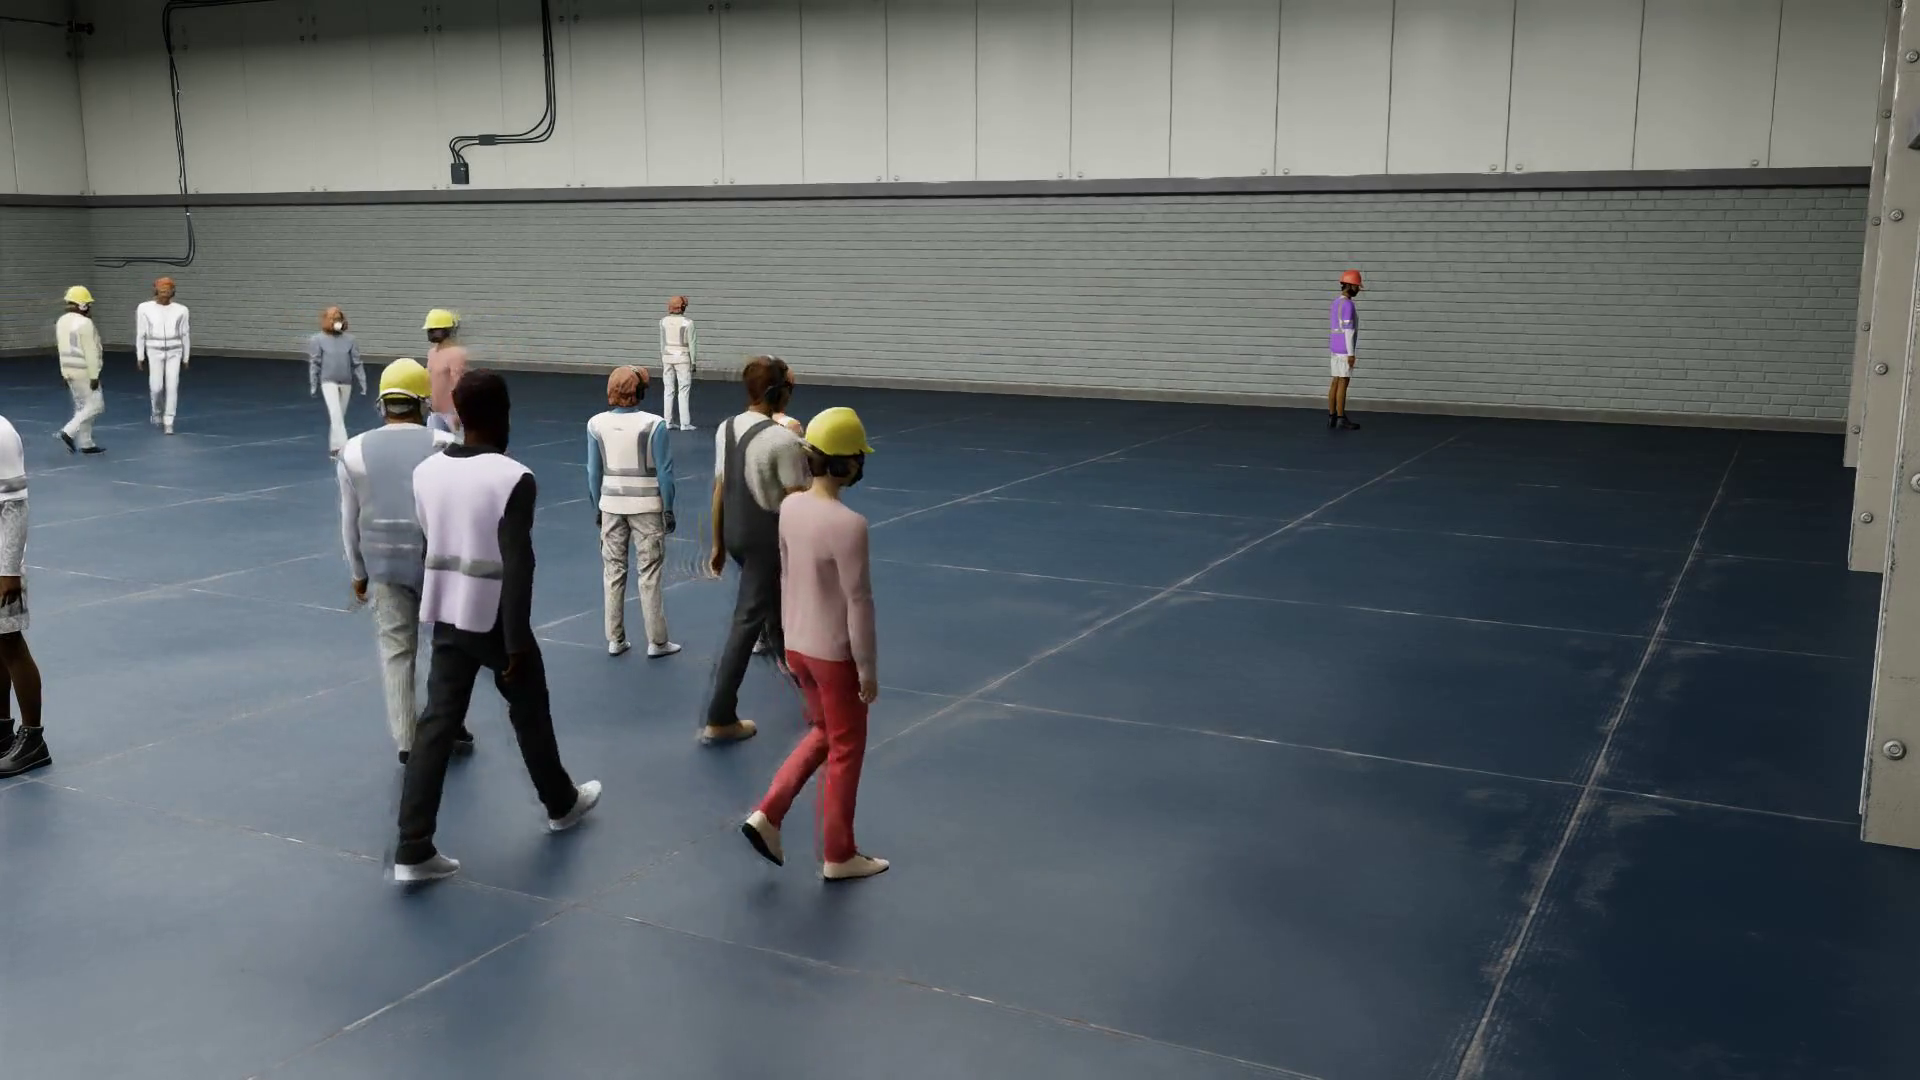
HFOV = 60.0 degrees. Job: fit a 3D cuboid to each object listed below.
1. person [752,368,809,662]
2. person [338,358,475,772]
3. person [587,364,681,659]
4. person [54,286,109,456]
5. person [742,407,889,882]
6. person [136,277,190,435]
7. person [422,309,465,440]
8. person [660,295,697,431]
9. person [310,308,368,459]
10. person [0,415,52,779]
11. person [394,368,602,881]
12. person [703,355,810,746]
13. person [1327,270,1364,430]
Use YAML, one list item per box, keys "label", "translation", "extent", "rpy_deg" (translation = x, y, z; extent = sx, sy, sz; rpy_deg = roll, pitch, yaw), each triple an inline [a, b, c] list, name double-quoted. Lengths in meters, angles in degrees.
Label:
- label: "person"
  translation: [-1.016, -0.146, 9.226]
  extent: [0.514, 1.645, 0.307]
  rpy_deg: [10, 14, 43]
- label: "person"
  translation: [-2.412, 0.103, 7.387]
  extent: [0.617, 1.810, 0.545]
  rpy_deg: [0, 10, -2]
- label: "person"
  translation: [-1.823, -0.153, 9.270]
  extent: [0.512, 1.642, 0.311]
  rpy_deg: [3, 11, 16]
- label: "person"
  translation: [-9.338, -1.772, 17.603]
  extent: [0.621, 1.817, 0.544]
  rpy_deg: [7, 13, 34]
- label: "person"
  translation: [-0.502, 0.397, 5.967]
  extent: [0.443, 1.750, 0.540]
  rpy_deg: [-7, 13, -35]
- label: "person"
  translation: [-9.476, -2.193, 19.792]
  extent: [0.623, 1.856, 0.592]
  rpy_deg: [-6, 12, -30]
- label: "person"
  translation: [-4.367, -1.130, 14.354]
  extent: [0.530, 1.732, 0.873]
  rpy_deg: [9, 14, 41]
- label: "person"
  translation: [-3.402, -2.132, 20.093]
  extent: [0.508, 1.629, 0.317]
  rpy_deg: [5, 11, 24]
- label: "person"
  translation: [-6.418, -1.600, 17.266]
  extent: [0.829, 1.586, 0.525]
  rpy_deg: [10, 14, 43]
- label: "person"
  translation: [-4.269, 0.075, 7.216]
  extent: [0.551, 1.935, 0.372]
  rpy_deg: [7, 12, 33]
- label: "person"
  translation: [-1.790, 0.297, 6.234]
  extent: [0.607, 1.866, 1.063]
  rpy_deg: [5, 12, 26]
- label: "person"
  translation: [-0.863, 0.028, 7.855]
  extent: [0.972, 1.790, 0.539]
  rpy_deg: [-10, 14, -44]
- label: "person"
  translation: [4.696, -2.309, 20.240]
  extent: [0.374, 1.928, 0.542]
  rpy_deg: [-1, 10, -6]
